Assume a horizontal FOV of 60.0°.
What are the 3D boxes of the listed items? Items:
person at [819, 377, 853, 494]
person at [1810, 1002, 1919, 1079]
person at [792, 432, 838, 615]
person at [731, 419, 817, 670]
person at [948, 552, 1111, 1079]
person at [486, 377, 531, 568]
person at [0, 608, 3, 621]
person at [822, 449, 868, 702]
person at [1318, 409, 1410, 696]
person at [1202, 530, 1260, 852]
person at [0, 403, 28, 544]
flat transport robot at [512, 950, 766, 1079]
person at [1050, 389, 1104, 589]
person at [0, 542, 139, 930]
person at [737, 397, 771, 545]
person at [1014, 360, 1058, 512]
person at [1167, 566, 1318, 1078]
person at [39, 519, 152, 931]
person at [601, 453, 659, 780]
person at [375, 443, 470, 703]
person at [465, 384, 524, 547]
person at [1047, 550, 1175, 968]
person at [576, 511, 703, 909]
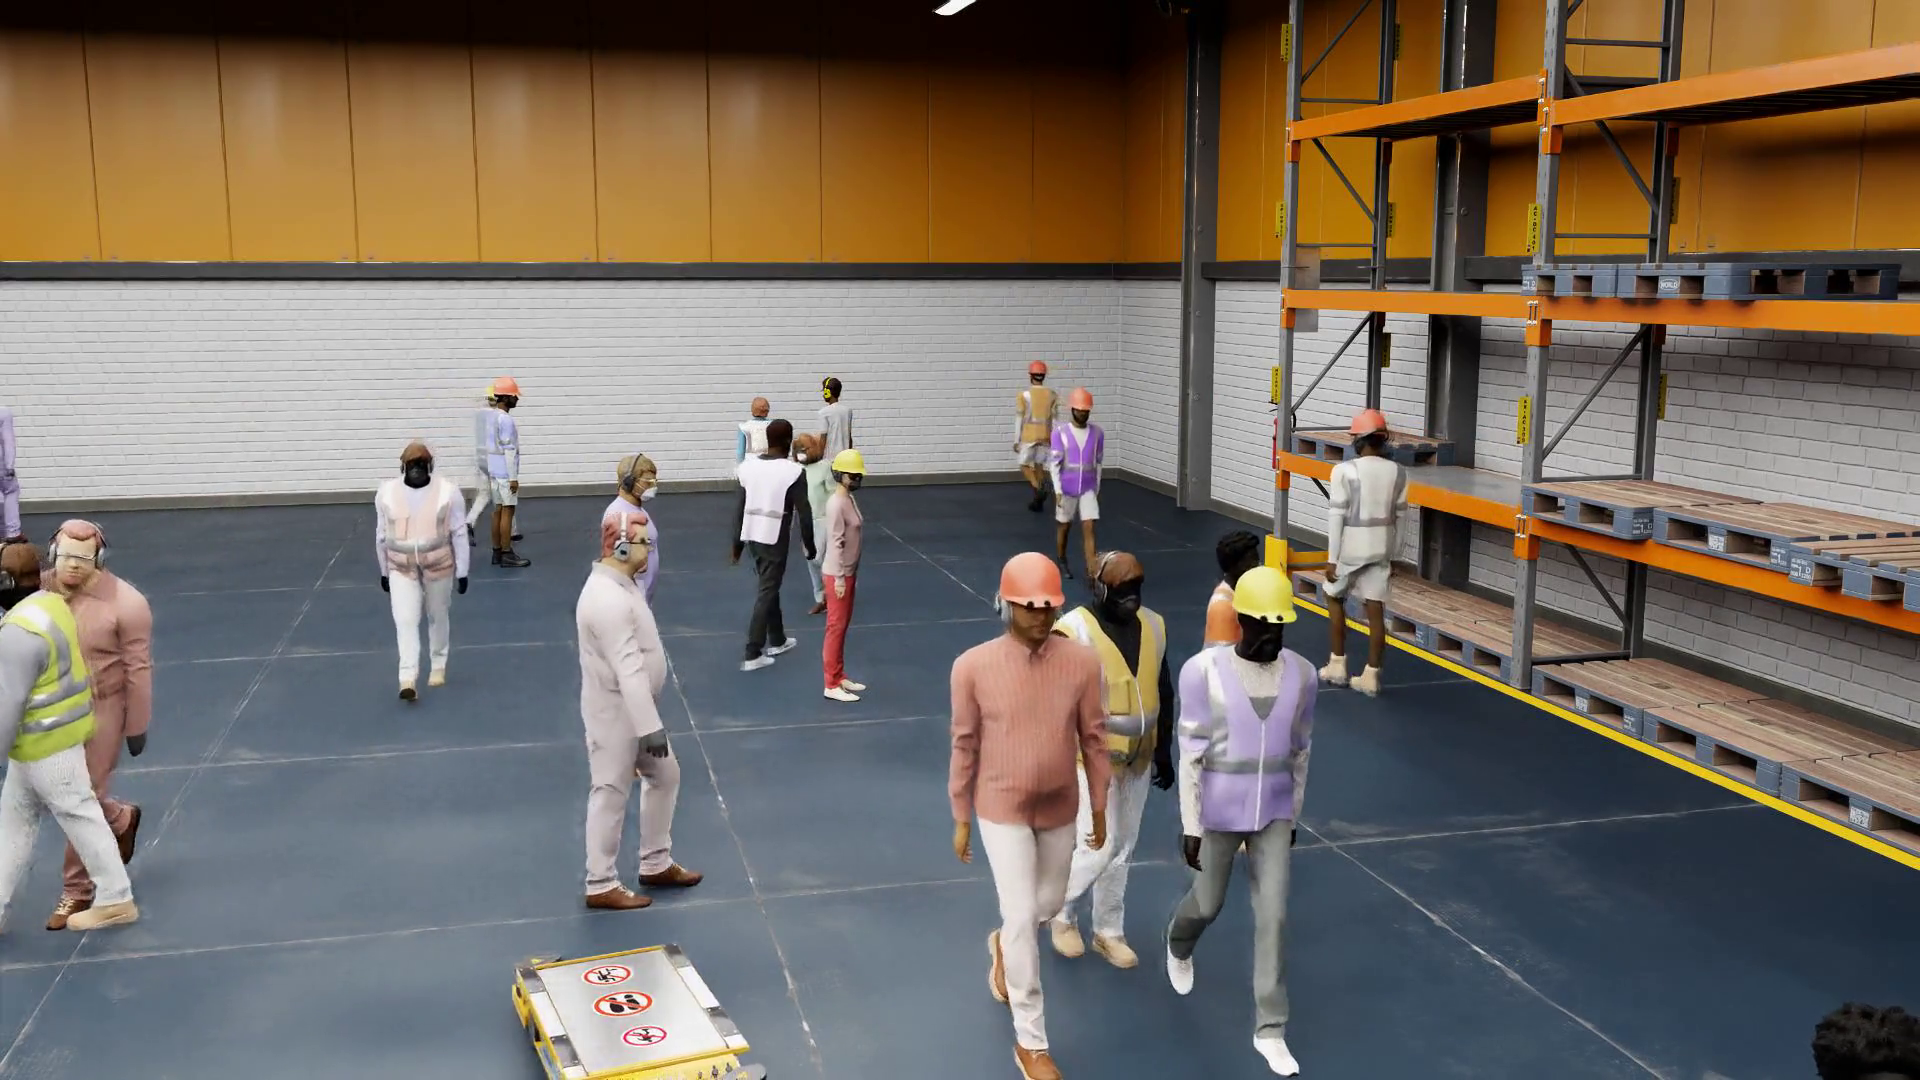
[{"bbox_3d":[-1.357,-0.847,18.203,0.351,1.855,0.509,7,11,37],"label":"person"},{"bbox_3d":[1.625,1.652,3.077,0.540,1.695,0.317,2,9,11],"label":"person"},{"bbox_3d":[-1.277,-0.139,14.509,0.525,1.610,0.388,5,10,28],"label":"person"},{"bbox_3d":[-1.383,0.014,12.731,0.601,1.876,0.894,6,11,33],"label":"person"},{"bbox_3d":[0.251,0.992,6.404,0.625,1.966,0.914,-3,10,-18],"label":"person"},{"bbox_3d":[-4.611,-0.690,16.952,0.373,1.934,0.551,-6,11,-33],"label":"person"},{"bbox_3d":[-4.690,0.853,7.672,0.569,1.829,1.002,-3,9,-16],"label":"person"},{"bbox_3d":[-0.798,0.240,11.690,0.328,1.764,0.528,1,9,7],"label":"person"},{"bbox_3d":[2.852,0.072,11.921,0.653,2.020,0.734,-2,9,-14],"label":"person"},{"bbox_3d":[1.427,0.776,8.577,0.371,1.682,0.551,3,10,20],"label":"person"},{"bbox_3d":[-10.536,-0.846,18.113,0.661,1.882,0.763,-1,9,-5],"label":"person"},{"bbox_3d":[-1.231,1.858,6.232,0.652,0.197,1.431,-4,10,-24],"label":"flat transport robot"},{"bbox_3d":[1.114,-0.501,15.942,0.554,1.895,0.980,-2,9,-9],"label":"person"},{"bbox_3d":[-4.191,0.909,7.433,0.896,1.788,0.634,-3,10,-21],"label":"person"},{"bbox_3d":[-2.189,-0.752,18.285,0.515,1.635,0.313,-2,9,-10],"label":"person"},{"bbox_3d":[0.964,-1.276,20.668,0.557,1.918,0.611,-3,10,-21],"label":"person"},{"bbox_3d":[1.082,1.012,6.458,0.584,1.901,0.867,-2,9,-12],"label":"person"},{"bbox_3d":[-4.082,0.809,7.795,0.668,1.874,0.738,1,9,7],"label":"person"},{"bbox_3d":[-1.935,0.446,9.877,0.371,1.933,0.627,-1,9,-5],"label":"person"},{"bbox_3d":[-3.784,0.218,11.723,0.644,1.787,1.003,-2,9,-12],"label":"person"},{"bbox_3d":[-5.125,-0.814,18.161,0.601,1.804,0.814,4,10,23],"label":"person"},{"bbox_3d":[0.636,0.938,7.126,0.640,1.827,0.431,-7,11,-36],"label":"person"},{"bbox_3d":[-1.472,0.806,7.772,0.683,1.884,0.658,-1,9,-4],"label":"person"}]
